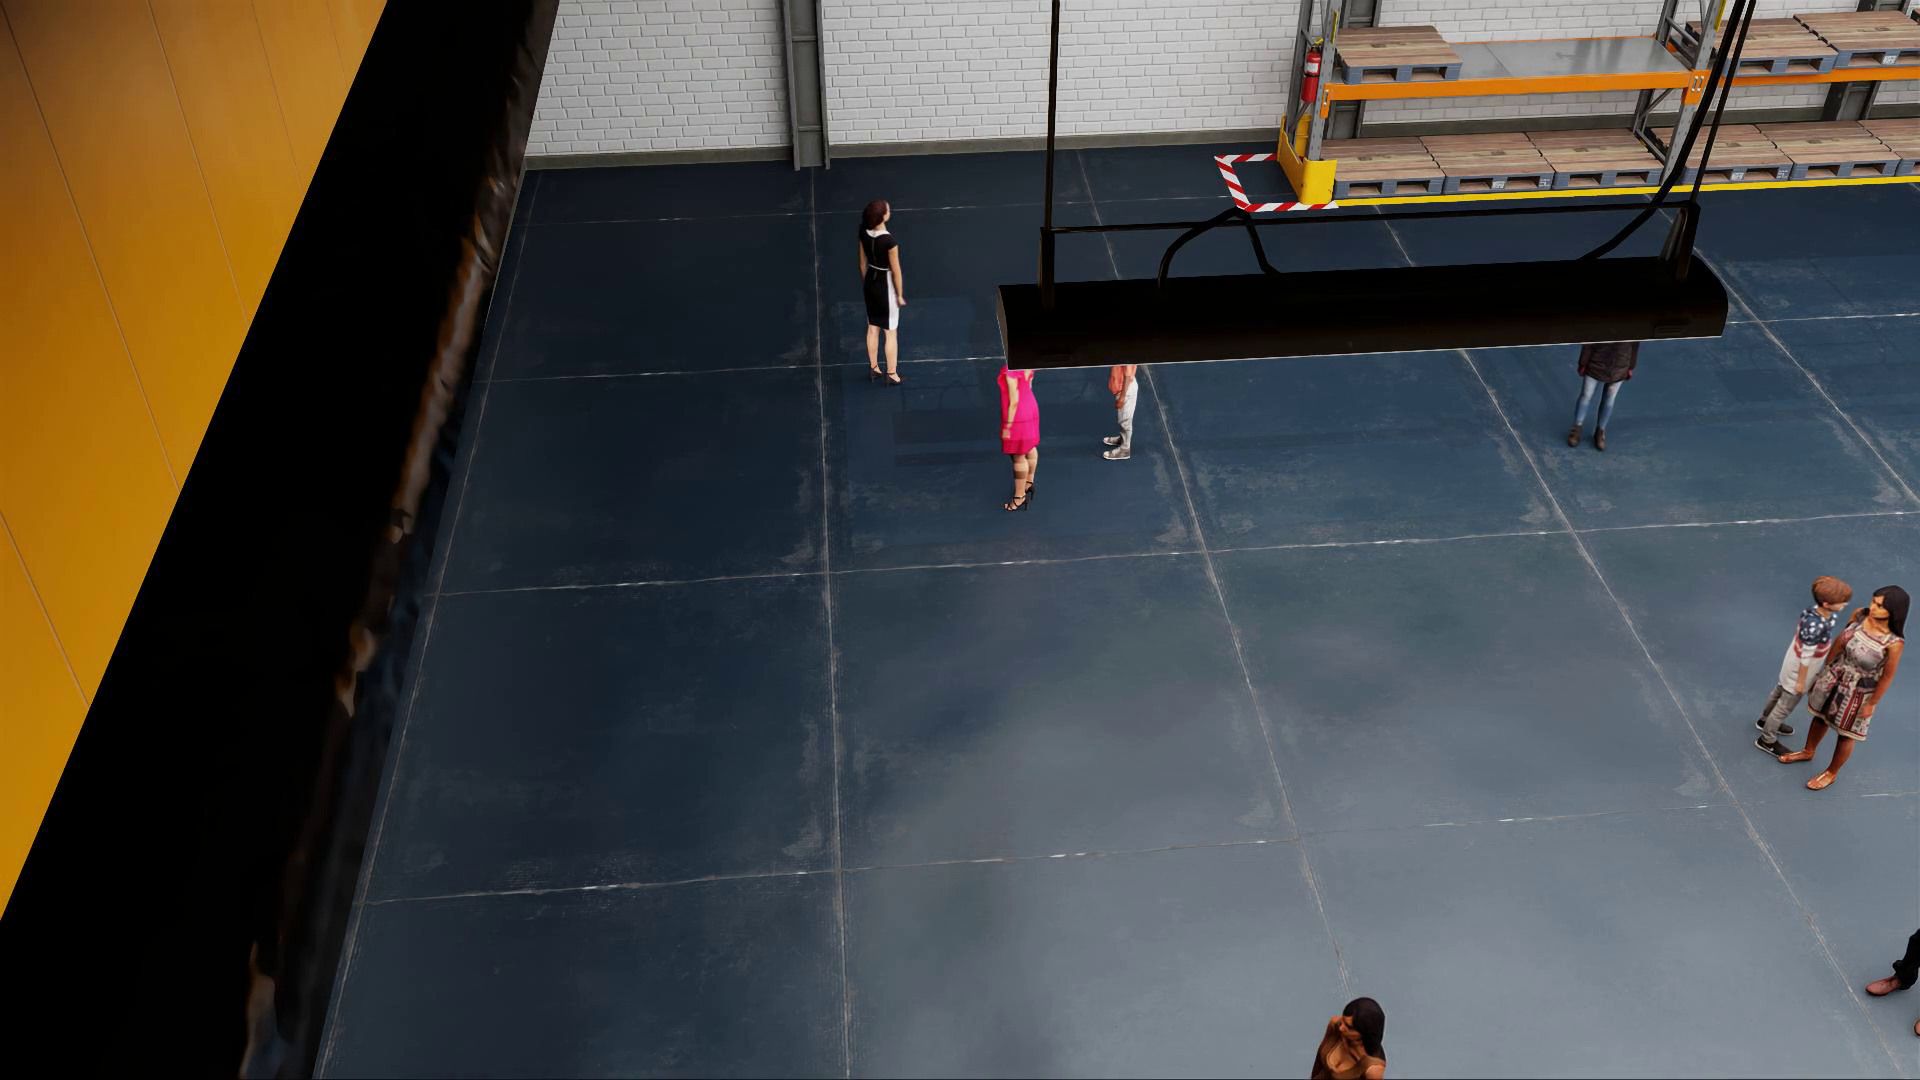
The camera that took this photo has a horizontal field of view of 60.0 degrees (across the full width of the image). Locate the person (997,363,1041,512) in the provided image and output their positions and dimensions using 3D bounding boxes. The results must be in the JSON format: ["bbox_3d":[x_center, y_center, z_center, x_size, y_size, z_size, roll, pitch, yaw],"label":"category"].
[{"bbox_3d":[0.485,-0.987,13.172,0.697,1.728,0.664,19,42,22],"label":"person"}]

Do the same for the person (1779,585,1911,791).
[{"bbox_3d":[5.813,0.940,10.826,0.615,1.645,0.699,-12,40,-15],"label":"person"}]

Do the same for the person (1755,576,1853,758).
[{"bbox_3d":[5.639,0.820,11.141,0.612,1.439,0.591,15,41,18],"label":"person"}]

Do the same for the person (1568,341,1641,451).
[{"bbox_3d":[5.414,-1.506,13.899,0.608,1.633,0.736,6,39,8],"label":"person"}]

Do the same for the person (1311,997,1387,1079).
[{"bbox_3d":[1.926,2.851,8.396,0.620,1.690,0.624,-18,42,-21],"label":"person"}]

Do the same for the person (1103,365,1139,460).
[{"bbox_3d":[1.382,-1.276,13.868,0.519,1.311,0.515,4,39,5],"label":"person"}]

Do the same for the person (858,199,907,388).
[{"bbox_3d":[-0.691,-2.156,14.582,0.635,1.795,0.705,26,45,29],"label":"person"}]
